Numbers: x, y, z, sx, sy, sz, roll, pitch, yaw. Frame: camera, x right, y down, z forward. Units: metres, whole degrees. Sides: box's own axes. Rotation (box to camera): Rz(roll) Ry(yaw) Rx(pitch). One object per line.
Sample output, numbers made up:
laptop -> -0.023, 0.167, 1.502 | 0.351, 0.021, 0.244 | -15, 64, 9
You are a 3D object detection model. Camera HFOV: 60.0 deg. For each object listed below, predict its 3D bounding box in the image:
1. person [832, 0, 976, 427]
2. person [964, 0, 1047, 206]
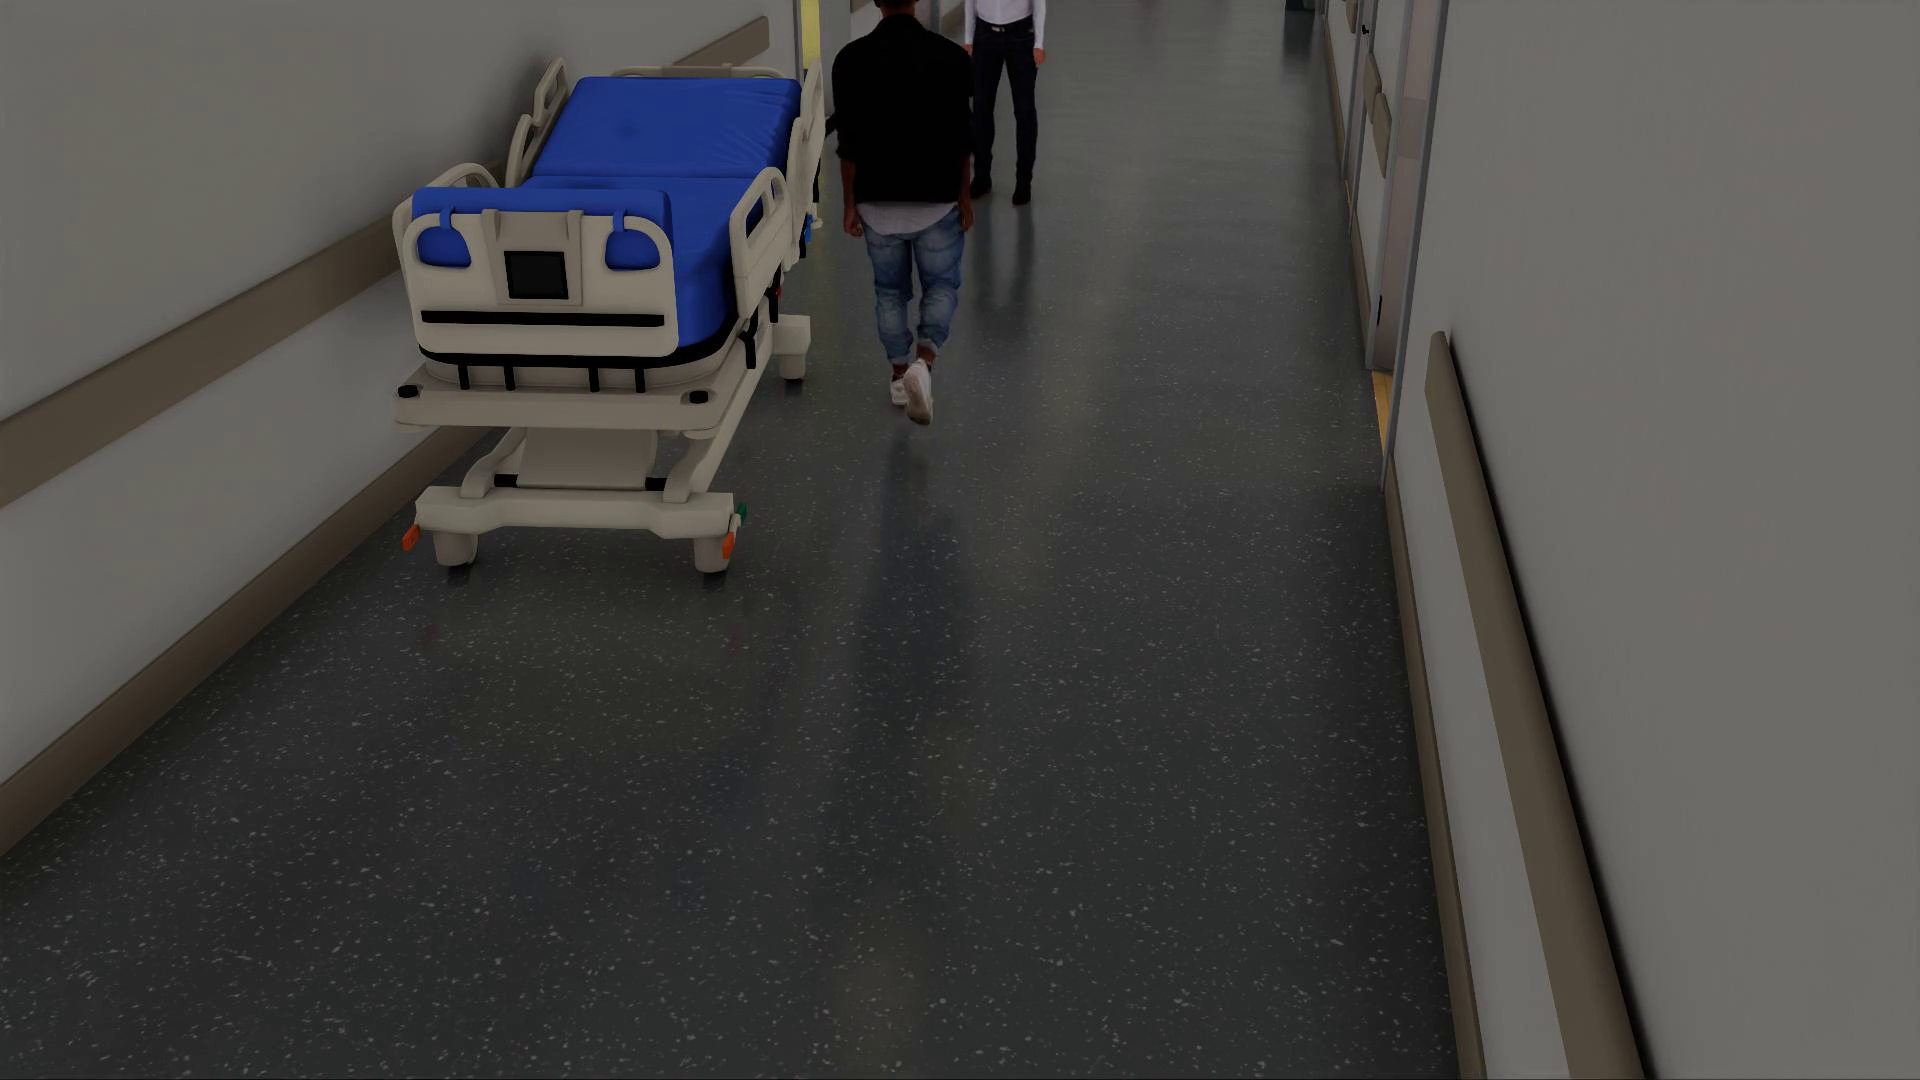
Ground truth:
person -> -0.199, -1.305, 6.339 | 0.948, 1.797, 0.812 | 1, 26, 3
person -> 0.266, -2.914, 9.598 | 0.561, 1.865, 0.712 | 8, 27, 17
